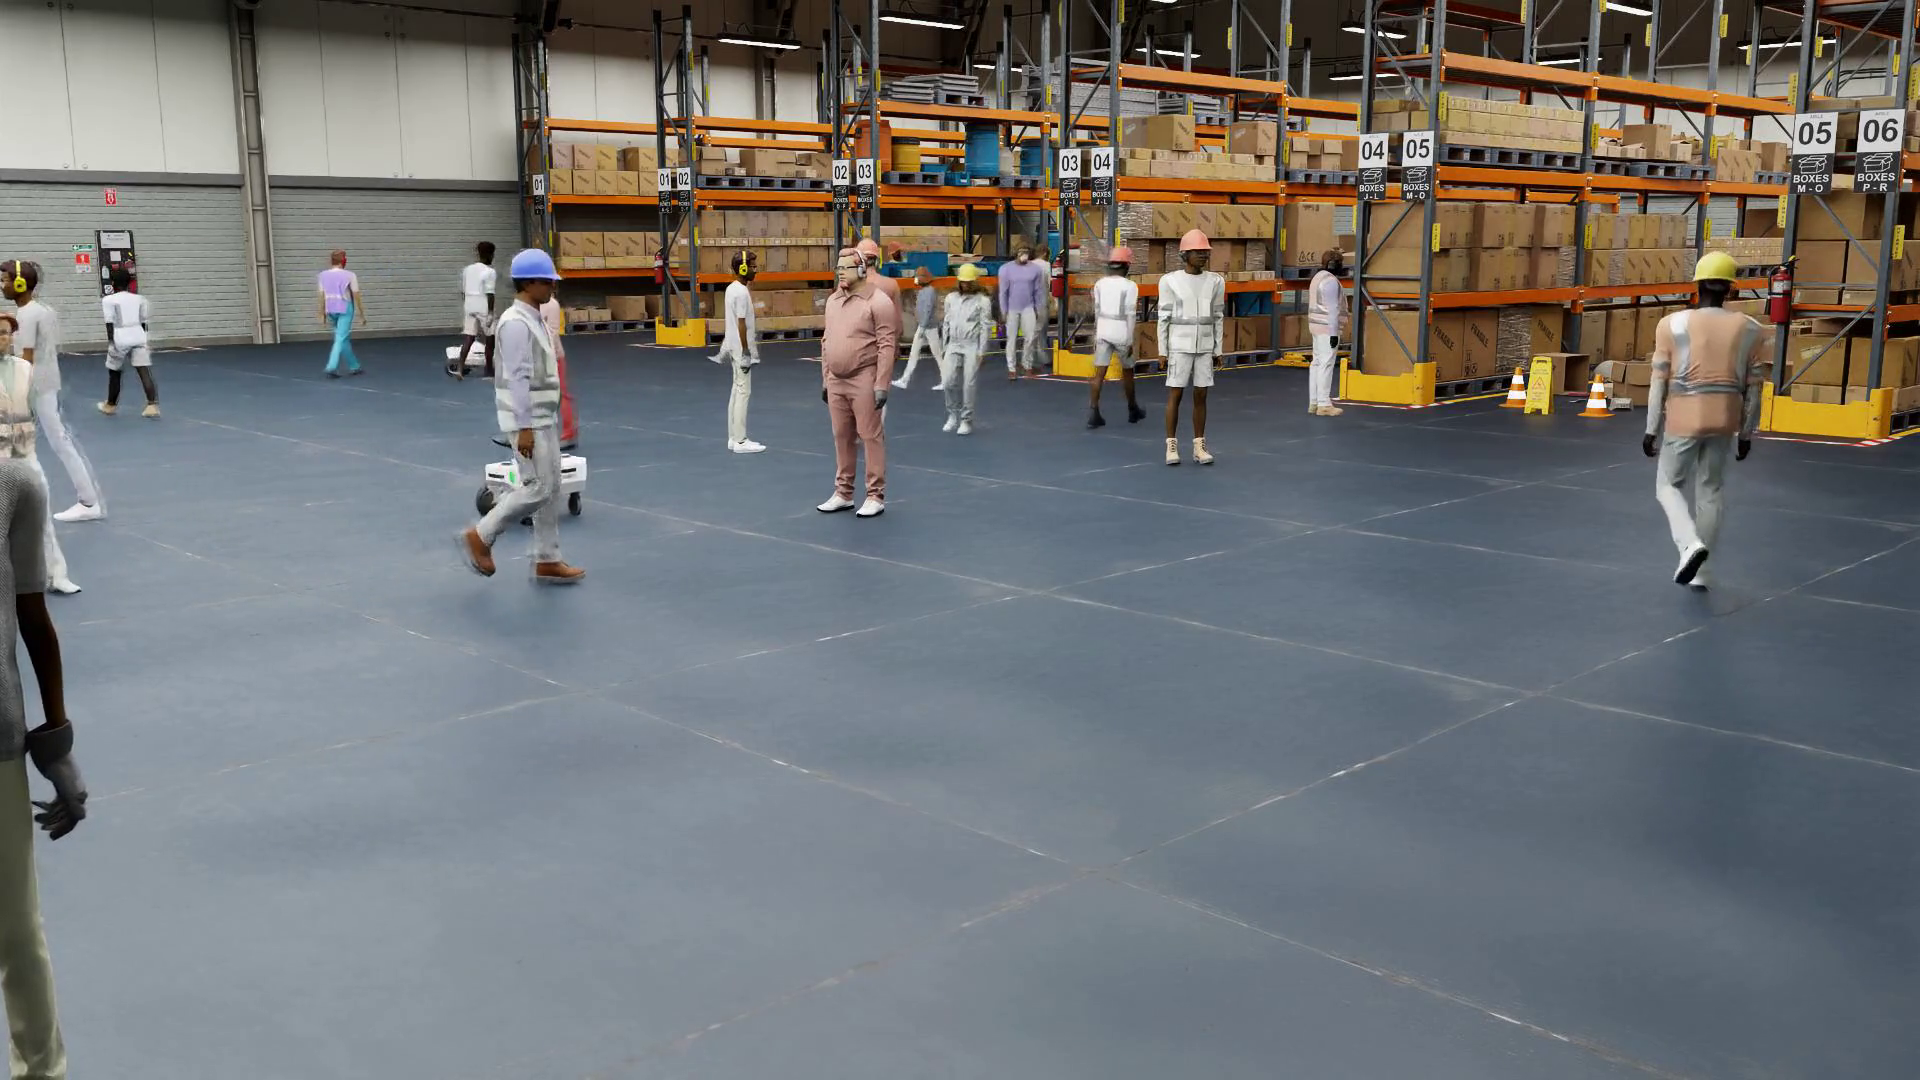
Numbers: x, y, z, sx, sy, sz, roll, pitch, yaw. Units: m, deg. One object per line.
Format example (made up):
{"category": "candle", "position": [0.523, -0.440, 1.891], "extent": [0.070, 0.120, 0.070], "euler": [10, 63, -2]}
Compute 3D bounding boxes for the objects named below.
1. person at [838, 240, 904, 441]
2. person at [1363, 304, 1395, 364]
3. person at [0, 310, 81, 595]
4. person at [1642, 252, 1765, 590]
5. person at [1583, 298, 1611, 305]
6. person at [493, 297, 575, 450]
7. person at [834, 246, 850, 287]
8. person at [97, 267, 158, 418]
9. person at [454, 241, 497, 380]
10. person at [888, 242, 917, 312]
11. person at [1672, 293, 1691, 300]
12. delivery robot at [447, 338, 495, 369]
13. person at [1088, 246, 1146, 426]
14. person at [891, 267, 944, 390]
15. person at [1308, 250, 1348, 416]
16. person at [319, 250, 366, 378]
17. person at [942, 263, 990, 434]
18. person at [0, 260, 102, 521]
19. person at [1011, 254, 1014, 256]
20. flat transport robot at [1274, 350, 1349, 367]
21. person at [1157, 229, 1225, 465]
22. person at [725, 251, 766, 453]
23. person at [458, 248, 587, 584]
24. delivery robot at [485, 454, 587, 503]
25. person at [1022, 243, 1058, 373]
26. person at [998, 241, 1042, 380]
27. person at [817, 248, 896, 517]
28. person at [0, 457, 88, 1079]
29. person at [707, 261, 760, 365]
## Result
{"category": "person", "position": [-0.840, -1.862, 15.813], "extent": [0.624, 1.939, 1.031], "euler": [0, 10, 0]}
{"category": "person", "position": [6.543, -3.696, 26.008], "extent": [0.585, 1.882, 0.337], "euler": [9, 14, 40]}
{"category": "person", "position": [-5.417, -0.496, 9.343], "extent": [0.859, 1.599, 0.502], "euler": [5, 12, 26]}
{"category": "person", "position": [4.177, -0.653, 9.345], "extent": [0.608, 1.908, 0.516], "euler": [1, 10, 5]}
{"category": "person", "position": [10.060, -3.753, 26.580], "extent": [0.914, 1.800, 0.582], "euler": [-9, 14, -42]}
{"category": "person", "position": [-3.944, -1.678, 15.392], "extent": [0.548, 1.728, 0.832], "euler": [10, 14, 43]}
{"category": "person", "position": [-2.621, -5.614, 36.680], "extent": [0.679, 1.812, 0.597], "euler": [-8, 13, -39]}
{"category": "person", "position": [-9.190, -2.170, 18.313], "extent": [0.889, 1.640, 0.548], "euler": [6, 12, 29]}
{"category": "person", "position": [-6.747, -3.184, 23.135], "extent": [0.627, 1.929, 0.712], "euler": [6, 12, 28]}
{"category": "person", "position": [-1.050, -4.348, 29.552], "extent": [0.600, 1.888, 0.490], "euler": [0, 10, -2]}
{"category": "person", "position": [15.192, -5.359, 34.964], "extent": [0.545, 1.929, 0.389], "euler": [-1, 10, -8]}
{"category": "delivery robot", "position": [-6.983, -2.667, 23.889], "extent": [0.707, 0.478, 0.477], "euler": [0, 10, -1]}
{"category": "person", "position": [1.657, -2.164, 17.665], "extent": [0.562, 1.890, 0.988], "euler": [7, 13, 34]}
{"category": "person", "position": [-0.500, -2.717, 21.455], "extent": [0.843, 1.587, 0.515], "euler": [-5, 11, -23]}
{"category": "person", "position": [4.138, -2.333, 18.698], "extent": [0.429, 1.839, 0.634], "euler": [-1, 10, -5]}
{"category": "person", "position": [-8.836, -3.232, 23.737], "extent": [0.587, 1.801, 0.985], "euler": [3, 11, 15]}
{"category": "person", "position": [0.050, -1.922, 16.768], "extent": [0.503, 1.719, 0.423], "euler": [4, 11, 19]}
{"category": "person", "position": [-6.540, -1.019, 11.568], "extent": [0.941, 1.822, 0.555], "euler": [-5, 12, -26]}
{"category": "person", "position": [1.035, -4.994, 33.770], "extent": [0.501, 1.633, 0.282], "euler": [9, 14, 42]}
{"category": "flat transport robot", "position": [5.554, -2.829, 25.800], "extent": [0.652, 0.197, 1.431], "euler": [10, 14, 44]}
{"category": "person", "position": [2.035, -1.688, 14.608], "extent": [0.615, 2.047, 0.357], "euler": [-2, 11, -12]}
{"category": "person", "position": [-2.022, -1.758, 15.518], "extent": [0.328, 1.861, 0.498], "euler": [-3, 11, -18]}
{"category": "person", "position": [-2.516, -0.688, 9.486], "extent": [0.601, 1.928, 0.618], "euler": [0, 10, 0]}
{"category": "delivery robot", "position": [-3.017, -0.465, 11.878], "extent": [0.477, 0.478, 0.707], "euler": [8, 13, 38]}
{"category": "person", "position": [1.209, -3.432, 24.585], "extent": [0.714, 1.867, 1.028], "euler": [10, 14, 43]}
{"category": "person", "position": [0.834, -3.167, 23.041], "extent": [0.628, 1.917, 0.692], "euler": [-2, 11, -9]}
{"category": "person", "position": [-0.767, -1.131, 11.961], "extent": [0.645, 1.908, 0.408], "euler": [8, 13, 38]}
{"category": "person", "position": [-2.079, 0.466, 3.392], "extent": [0.510, 1.861, 0.311], "euler": [-8, 13, -38]}
{"category": "person", "position": [-3.489, -3.480, 25.607], "extent": [0.861, 1.587, 0.545], "euler": [-3, 11, -14]}
